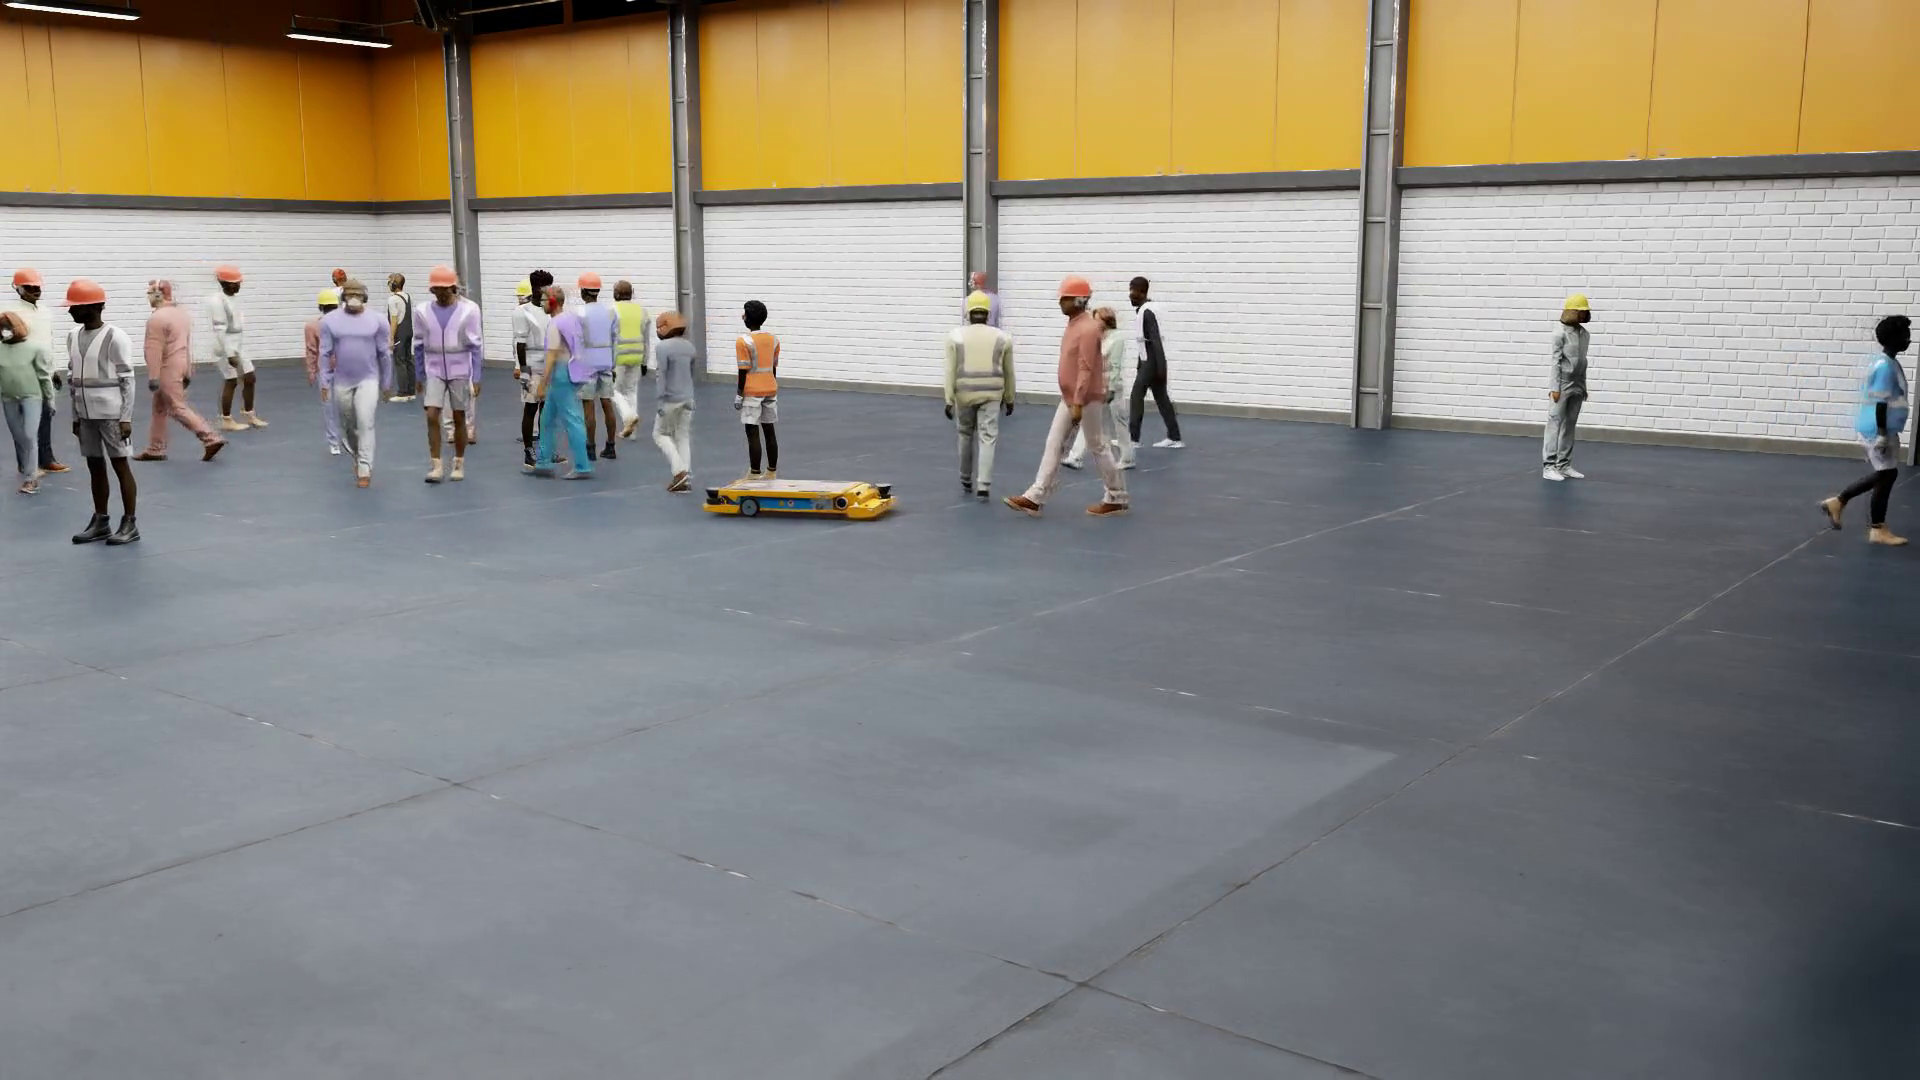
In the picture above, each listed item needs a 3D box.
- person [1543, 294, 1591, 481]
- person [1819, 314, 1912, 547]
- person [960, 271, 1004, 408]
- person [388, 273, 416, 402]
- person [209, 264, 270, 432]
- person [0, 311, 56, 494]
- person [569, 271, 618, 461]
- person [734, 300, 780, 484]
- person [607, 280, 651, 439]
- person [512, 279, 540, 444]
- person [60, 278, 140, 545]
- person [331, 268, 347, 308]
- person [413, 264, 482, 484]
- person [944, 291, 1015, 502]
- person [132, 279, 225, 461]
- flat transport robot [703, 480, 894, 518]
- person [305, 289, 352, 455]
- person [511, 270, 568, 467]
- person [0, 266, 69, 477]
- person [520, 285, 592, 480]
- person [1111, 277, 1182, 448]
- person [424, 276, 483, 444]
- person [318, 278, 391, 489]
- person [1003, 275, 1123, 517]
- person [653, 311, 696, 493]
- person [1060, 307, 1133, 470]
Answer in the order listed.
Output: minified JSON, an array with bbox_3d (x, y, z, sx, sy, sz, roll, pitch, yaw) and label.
[{"bbox_3d":[5.731,-1.432,15.606,0.487,1.744,0.312,-6,12,-33],"label":"person"},{"bbox_3d":[6.644,-0.799,12.088,0.521,1.677,0.540,6,11,30],"label":"person"},{"bbox_3d":[0.252,-2.550,21.692,0.483,1.894,0.648,8,12,38],"label":"person"},{"bbox_3d":[-8.009,-2.889,23.795,0.345,1.847,0.507,2,10,12],"label":"person"},{"bbox_3d":[-8.542,-2.256,19.669,0.662,1.994,0.727,0,10,-1],"label":"person"},{"bbox_3d":[-8.270,-1.186,14.567,0.521,1.604,0.722,-1,10,-8],"label":"person"},{"bbox_3d":[-3.763,-1.781,17.060,0.545,1.942,0.353,-9,13,-43],"label":"person"},{"bbox_3d":[-1.850,-1.329,15.135,0.318,1.700,0.535,6,12,33],"label":"person"},{"bbox_3d":[-3.788,-2.030,18.853,0.639,1.823,0.536,-8,13,-40],"label":"person"},{"bbox_3d":[-4.793,-1.990,18.602,0.403,1.830,0.591,4,10,22],"label":"person"},{"bbox_3d":[-6.250,-0.922,12.083,0.547,1.934,0.376,3,10,19],"label":"person"},{"bbox_3d":[-9.733,-3.338,26.286,0.354,1.887,0.573,6,11,29],"label":"person"},{"bbox_3d":[-4.708,-1.507,15.252,0.629,2.008,0.841,-1,10,-7],"label":"person"},{"bbox_3d":[0.168,-1.252,14.431,0.618,1.778,0.928,0,10,-2],"label":"person"},{"bbox_3d":[-7.999,-1.718,16.904,0.938,1.871,0.653,-1,10,-5],"label":"person"},{"bbox_3d":[-1.314,-0.349,13.583,1.431,0.197,0.652,2,10,12],"label":"flat transport robot"},{"bbox_3d":[-6.546,-1.748,17.408,0.558,1.743,0.593,-5,11,-29],"label":"person"},{"bbox_3d":[-4.160,-1.695,16.508,0.379,1.959,0.604,4,11,24],"label":"person"},{"bbox_3d":[-8.829,-1.603,15.872,0.396,1.992,0.622,2,10,12],"label":"person"},{"bbox_3d":[-3.835,-1.451,15.503,0.815,1.814,0.594,-1,10,-5],"label":"person"},{"bbox_3d":[2.038,-1.932,18.173,0.882,1.859,0.590,2,10,10],"label":"person"},{"bbox_3d":[-5.627,-1.989,18.454,0.660,1.877,0.779,-3,10,-15],"label":"person"},{"bbox_3d":[-5.546,-1.456,15.315,0.635,1.914,0.885,-2,10,-10],"label":"person"},{"bbox_3d":[0.876,-1.131,13.274,1.008,1.937,0.642,-3,10,-15],"label":"person"},{"bbox_3d":[-2.523,-1.214,14.701,0.363,1.606,0.532,6,12,33],"label":"person"},{"bbox_3d":[1.358,-1.448,16.105,0.844,1.589,0.543,-6,11,-31],"label":"person"}]
